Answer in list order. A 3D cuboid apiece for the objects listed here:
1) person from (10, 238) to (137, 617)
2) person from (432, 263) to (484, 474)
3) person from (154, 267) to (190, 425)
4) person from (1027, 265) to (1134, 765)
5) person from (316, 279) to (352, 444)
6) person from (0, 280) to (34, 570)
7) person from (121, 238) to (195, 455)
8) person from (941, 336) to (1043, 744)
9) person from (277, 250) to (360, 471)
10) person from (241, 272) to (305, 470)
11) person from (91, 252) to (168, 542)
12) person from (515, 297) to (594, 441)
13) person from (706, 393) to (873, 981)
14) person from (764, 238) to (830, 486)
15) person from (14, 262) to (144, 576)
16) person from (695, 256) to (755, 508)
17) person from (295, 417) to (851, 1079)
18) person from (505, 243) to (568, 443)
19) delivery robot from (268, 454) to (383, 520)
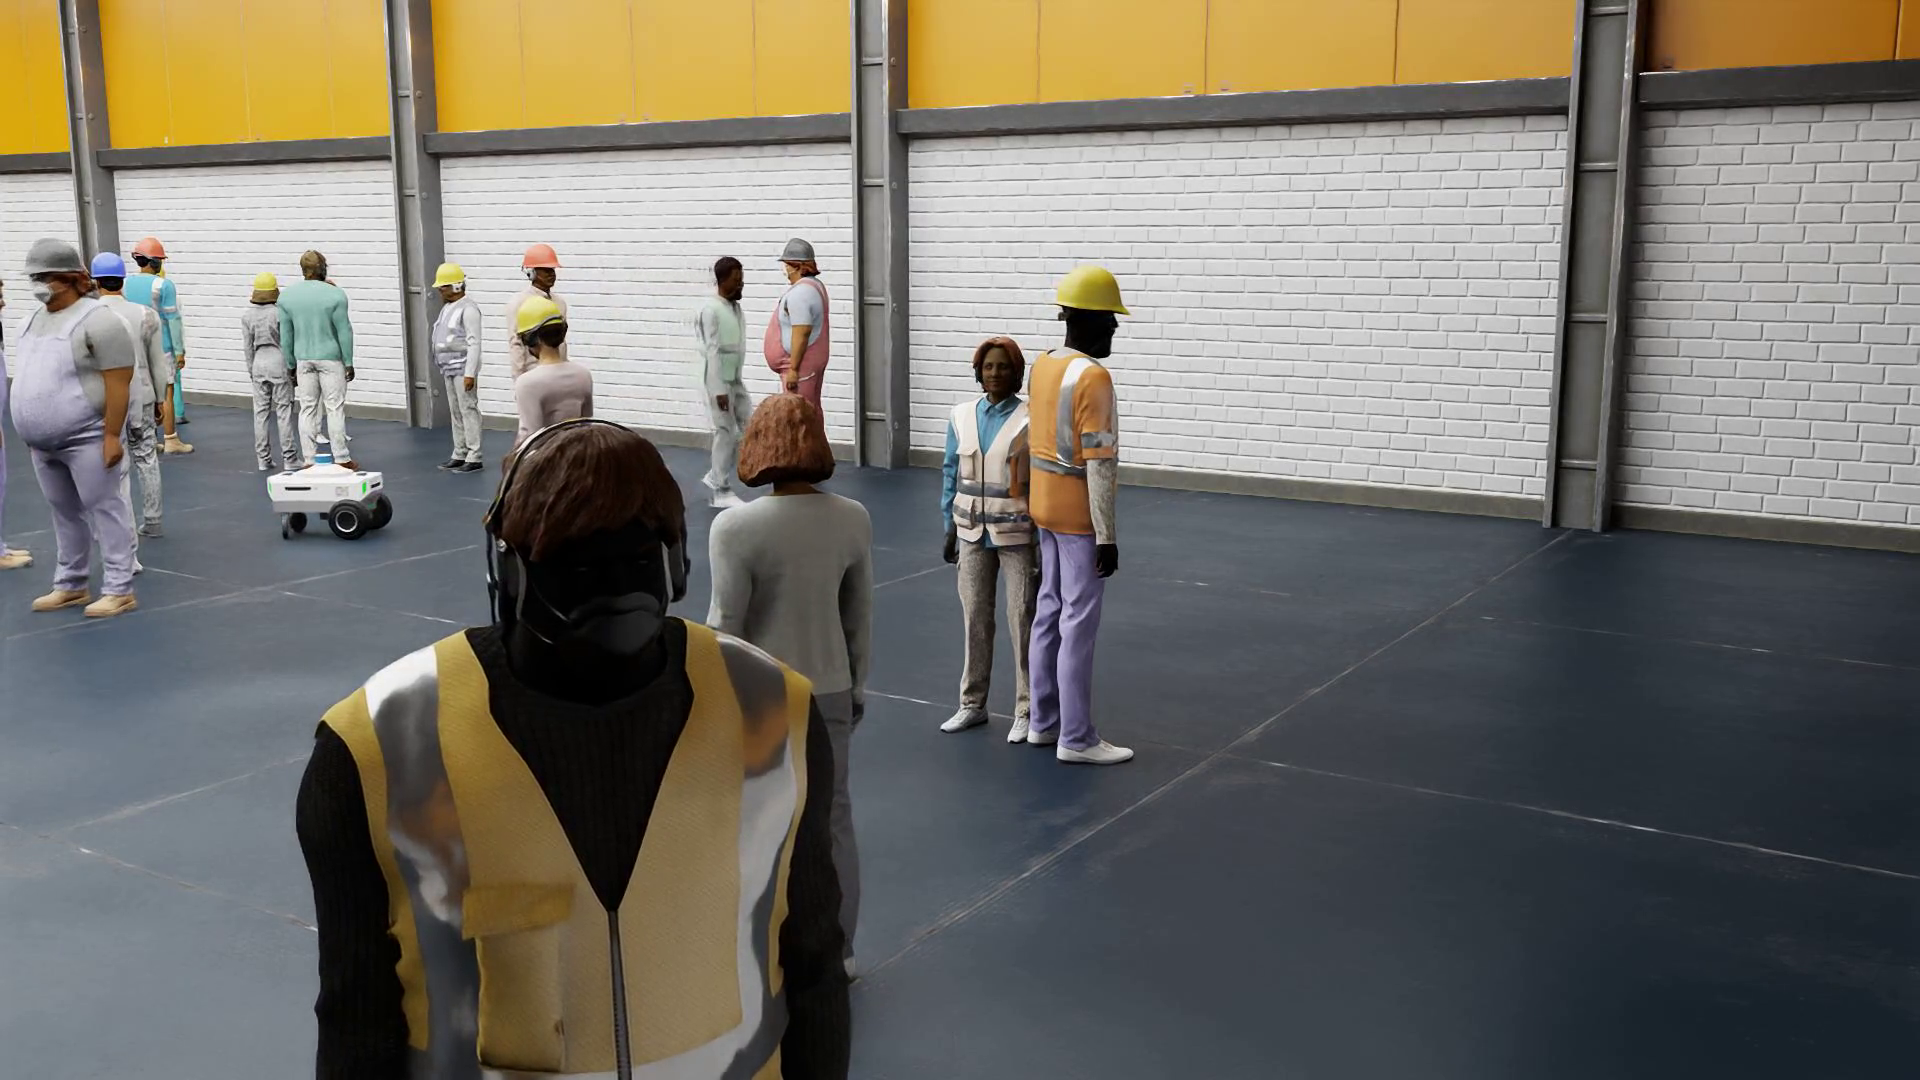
[{"bbox_3d":[-4.806,-0.599,8.951,0.688,2.000,0.536,4,11,23],"label":"person"},{"bbox_3d":[-4.364,-1.484,14.460,0.403,1.822,0.589,-8,13,-37],"label":"person"},{"bbox_3d":[-8.780,-2.141,18.277,0.527,1.763,0.329,-1,10,-7],"label":"person"},{"bbox_3d":[0.463,-0.093,6.467,0.372,1.923,0.595,-4,11,-22],"label":"person"},{"bbox_3d":[-6.330,-1.784,16.637,0.314,1.636,0.517,5,11,26],"label":"person"},{"bbox_3d":[-5.968,-0.721,10.213,0.357,1.835,0.518,-8,13,-36],"label":"person"},{"bbox_3d":[-7.587,-1.818,15.697,0.615,2.041,0.387,2,11,13],"label":"person"},{"bbox_3d":[0.155,-0.002,6.749,0.522,1.642,0.306,6,12,30],"label":"person"},{"bbox_3d":[-5.551,-1.533,14.413,0.627,1.938,0.372,1,10,3],"label":"person"},{"bbox_3d":[-6.055,-1.483,14.666,0.486,1.746,0.289,2,10,8],"label":"person"},{"bbox_3d":[-5.639,-0.945,11.154,0.607,1.942,0.413,-9,14,-41],"label":"person"},{"bbox_3d":[-1.920,-0.258,7.847,0.327,1.760,0.523,5,11,24],"label":"person"},{"bbox_3d":[-0.452,0.423,4.441,0.494,1.625,0.282,-8,13,-39],"label":"person"},{"bbox_3d":[-1.353,-1.466,13.752,0.537,2.000,0.679,1,10,8],"label":"person"},{"bbox_3d":[-5.207,-0.701,9.885,0.651,1.907,0.409,-6,12,-30],"label":"person"},{"bbox_3d":[-1.754,-1.171,12.509,0.446,1.901,0.584,3,11,18],"label":"person"},{"bbox_3d":[-0.418,0.769,1.962,0.619,1.836,0.430,-4,11,-21],"label":"person"},{"bbox_3d":[-3.058,-1.164,12.204,0.380,1.996,0.608,5,11,25],"label":"person"},{"bbox_3d":[-4.354,-0.348,11.416,0.707,0.478,0.477,0,10,2],"label":"delivery robot"}]
